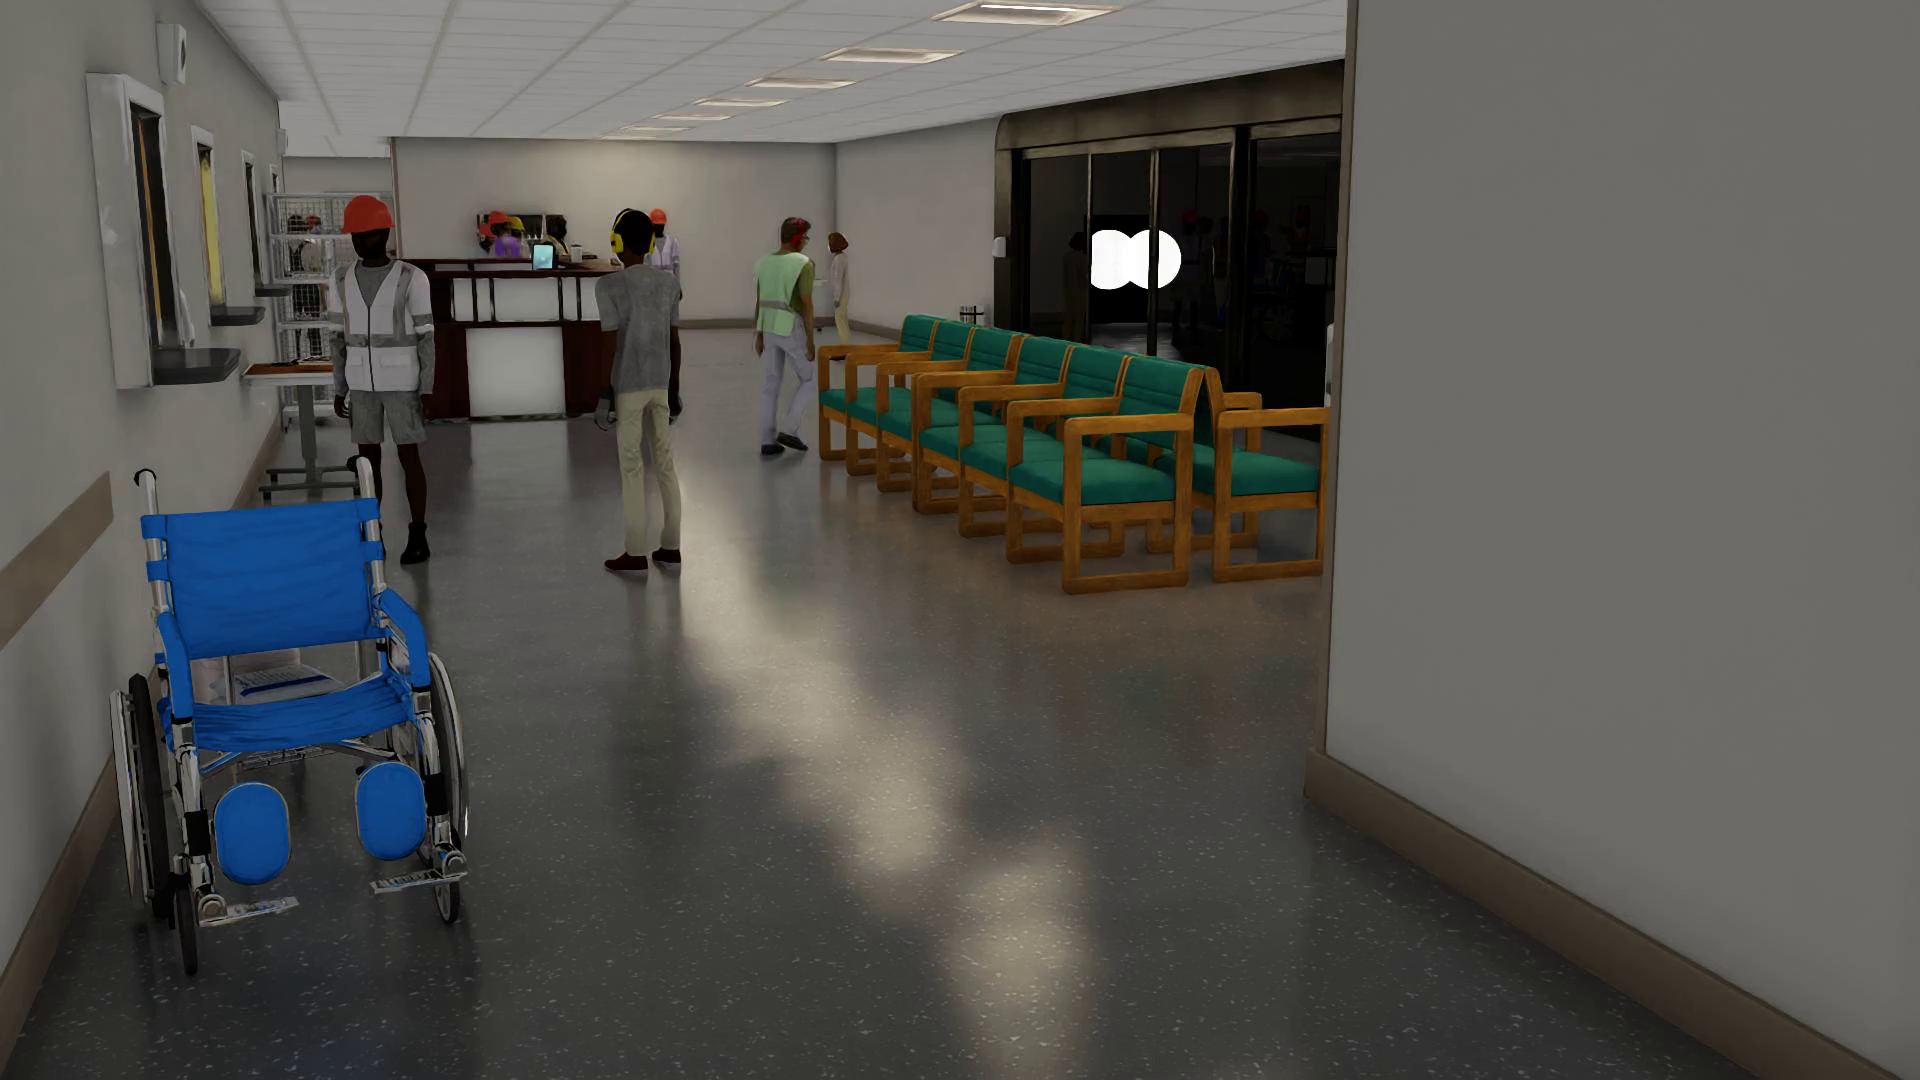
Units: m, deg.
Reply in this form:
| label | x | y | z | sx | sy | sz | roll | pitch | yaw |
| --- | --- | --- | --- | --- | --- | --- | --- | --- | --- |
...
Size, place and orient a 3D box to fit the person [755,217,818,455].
| label | x | y | z | sx | sy | sz | roll | pitch | yaw |
| --- | --- | --- | --- | --- | --- | --- | --- | --- | --- |
| person | -1.346 | -1.560 | 12.812 | 0.711 | 1.815 | 0.513 | 8 | 14 | 37 |

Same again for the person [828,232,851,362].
| label | x | y | z | sx | sy | sz | roll | pitch | yaw |
| --- | --- | --- | --- | --- | --- | --- | --- | --- | --- |
| person | -1.539 | -3.099 | 21.224 | 0.286 | 1.628 | 0.505 | 0 | 11 | 2 |

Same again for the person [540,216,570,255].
| label | x | y | z | sx | sy | sz | roll | pitch | yaw |
| --- | --- | --- | --- | --- | --- | --- | --- | --- | --- |
| person | -5.250 | -3.298 | 21.709 | 0.429 | 1.841 | 0.626 | 1 | 11 | 4 |

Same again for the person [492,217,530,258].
| label | x | y | z | sx | sy | sz | roll | pitch | yaw |
| --- | --- | --- | --- | --- | --- | --- | --- | --- | --- |
| person | -5.944 | -3.386 | 22.197 | 0.404 | 1.827 | 0.595 | 8 | 14 | 36 |

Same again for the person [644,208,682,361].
| label | x | y | z | sx | sy | sz | roll | pitch | yaw |
| --- | --- | --- | --- | --- | --- | --- | --- | --- | --- |
| person | -3.814 | -3.238 | 21.128 | 0.554 | 1.932 | 0.378 | -5 | 12 | -24 |

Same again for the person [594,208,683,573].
| label | x | y | z | sx | sy | sz | roll | pitch | yaw |
| --- | --- | --- | --- | --- | --- | --- | --- | --- | --- |
| person | -1.661 | -0.763 | 8.602 | 0.328 | 1.872 | 0.508 | 11 | 15 | 44 |

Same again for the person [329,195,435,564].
| label | x | y | z | sx | sy | sz | roll | pitch | yaw |
| --- | --- | --- | --- | --- | --- | --- | --- | --- | --- |
| person | -3.046 | -0.826 | 8.752 | 0.552 | 1.935 | 0.374 | 1 | 11 | 4 |

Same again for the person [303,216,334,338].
| label | x | y | z | sx | sy | sz | roll | pitch | yaw |
| --- | --- | --- | --- | --- | --- | --- | --- | --- | --- |
| person | -9.802 | -4.018 | 25.410 | 0.576 | 1.825 | 1.018 | 0 | 11 | -2 |

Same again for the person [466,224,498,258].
| label | x | y | z | sx | sy | sz | roll | pitch | yaw |
| --- | --- | --- | --- | --- | --- | --- | --- | --- | --- |
| person | -6.476 | -3.458 | 22.802 | 0.601 | 1.718 | 0.589 | 7 | 13 | 32 |

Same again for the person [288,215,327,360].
| label | x | y | z | sx | sy | sz | roll | pitch | yaw |
| --- | --- | --- | --- | --- | --- | --- | --- | --- | --- |
| person | -7.426 | -2.736 | 18.795 | 0.527 | 1.841 | 0.330 | 0 | 11 | -2 |
